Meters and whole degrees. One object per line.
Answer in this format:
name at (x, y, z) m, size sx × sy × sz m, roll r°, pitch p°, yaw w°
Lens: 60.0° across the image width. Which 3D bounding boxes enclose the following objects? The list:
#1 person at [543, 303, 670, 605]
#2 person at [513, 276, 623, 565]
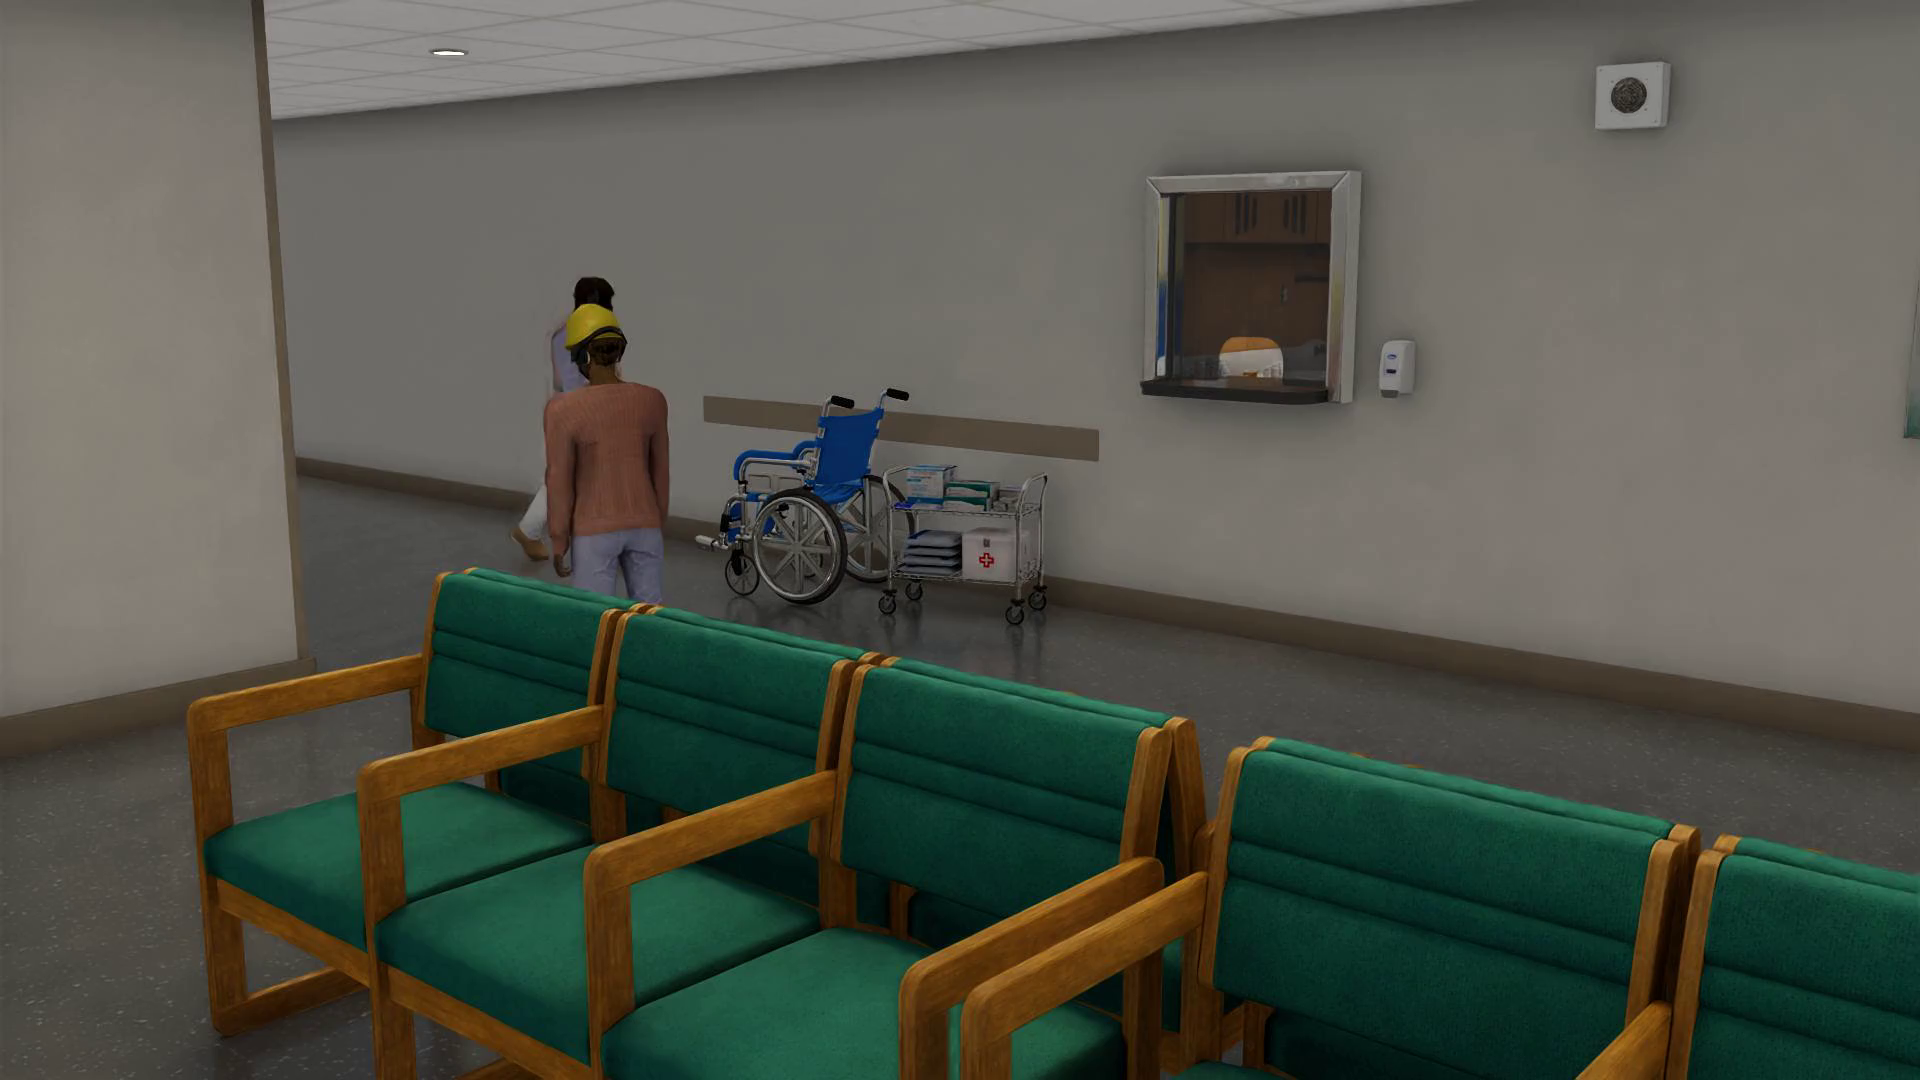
person at (-1.354, -0.026, 6.408) m, size 0.517 × 1.752 × 0.374 m, roll -8°, pitch 13°, yaw -37°
person at (-2.370, -0.734, 10.322) m, size 0.900 × 1.796 × 0.634 m, roll 2°, pitch 10°, yaw 13°
